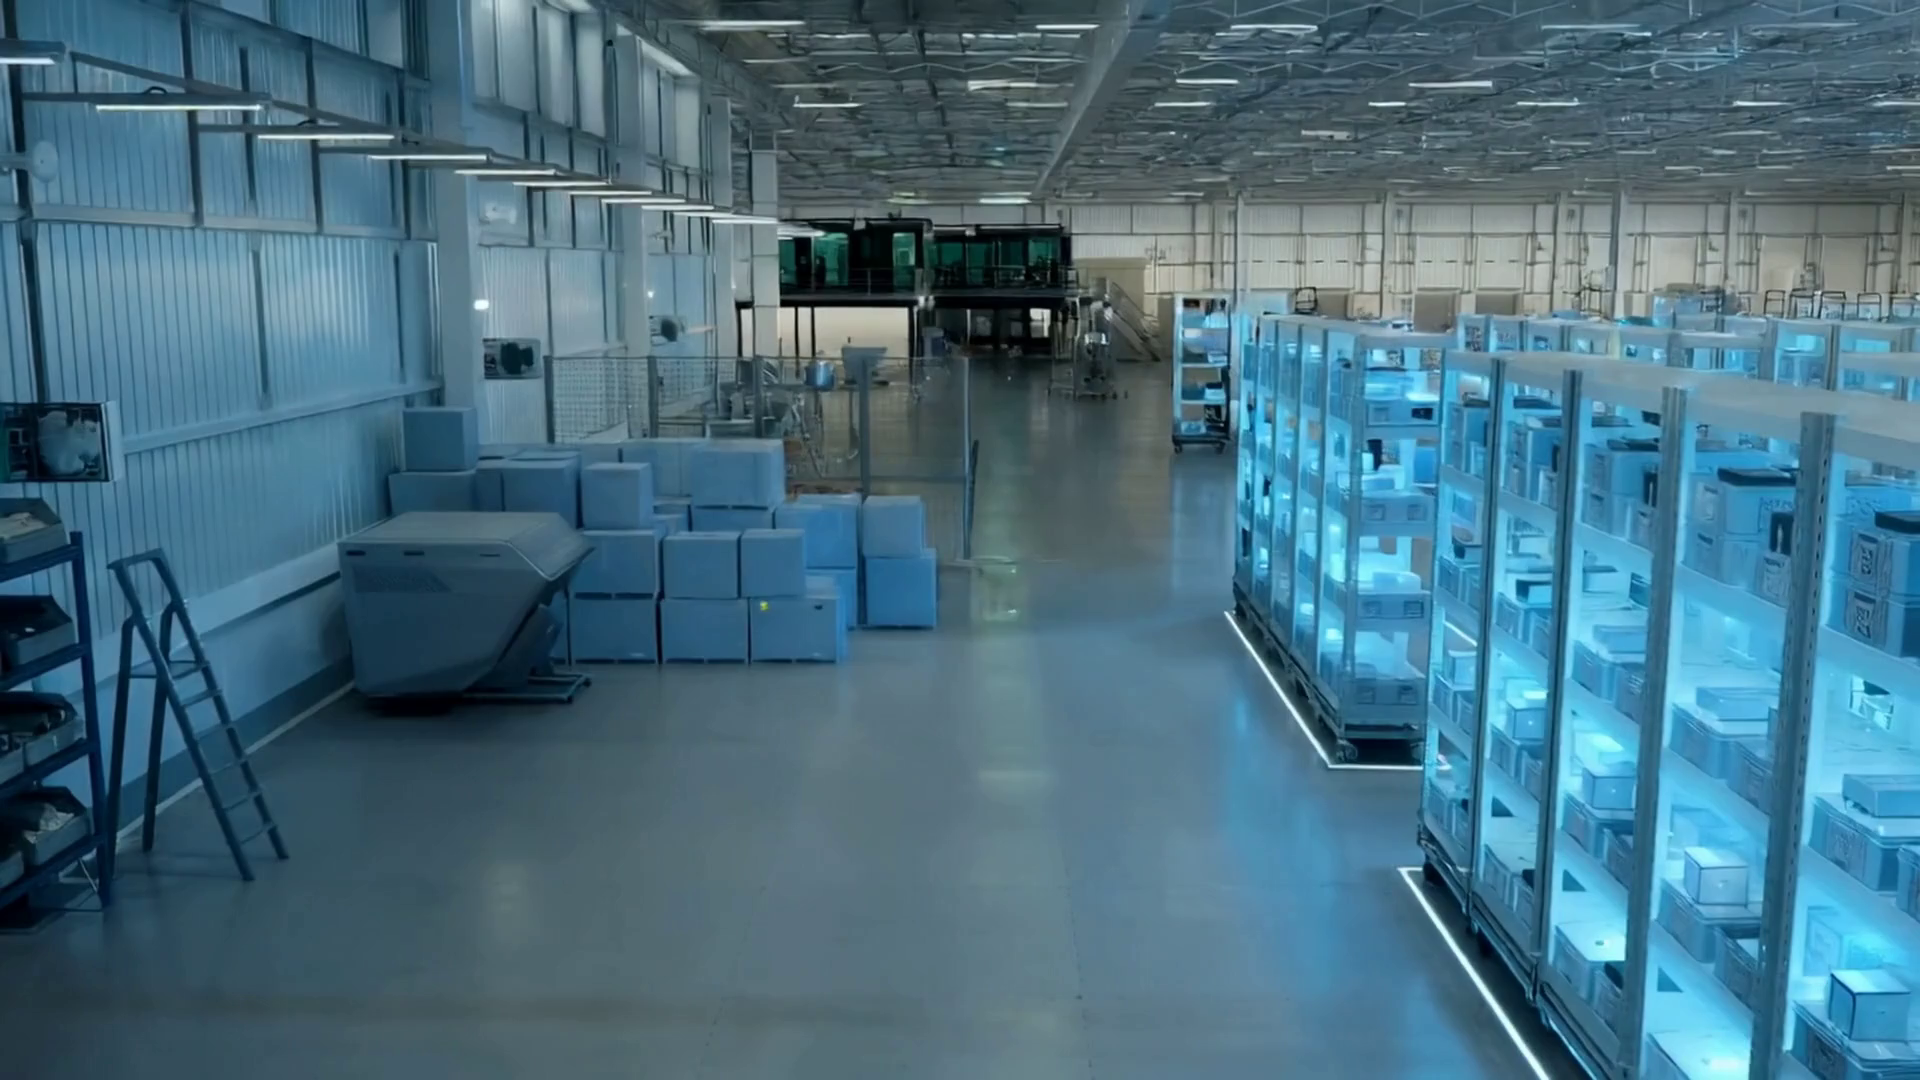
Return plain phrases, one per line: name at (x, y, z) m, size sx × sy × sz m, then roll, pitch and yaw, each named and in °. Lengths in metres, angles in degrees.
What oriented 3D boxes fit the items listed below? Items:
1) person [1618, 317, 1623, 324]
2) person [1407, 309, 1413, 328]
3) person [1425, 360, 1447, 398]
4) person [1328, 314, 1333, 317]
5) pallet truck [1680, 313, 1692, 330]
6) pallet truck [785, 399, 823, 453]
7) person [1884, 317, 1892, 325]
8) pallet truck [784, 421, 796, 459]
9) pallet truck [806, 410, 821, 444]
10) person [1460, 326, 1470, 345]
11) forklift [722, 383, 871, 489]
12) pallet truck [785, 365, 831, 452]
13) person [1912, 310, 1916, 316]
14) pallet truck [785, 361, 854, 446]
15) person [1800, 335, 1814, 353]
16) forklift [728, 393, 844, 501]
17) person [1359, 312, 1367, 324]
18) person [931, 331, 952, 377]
person at (32.471, -10.011, 81.573) m, size 0.899 × 1.835 × 0.505 m, roll 8°, pitch 12°, yaw 42°
person at (25.588, -12.172, 94.616) m, size 0.396 × 1.919 × 0.588 m, roll 5°, pitch 10°, yaw 29°
person at (10.988, -3.163, 38.635) m, size 0.610 × 2.048 × 0.366 m, roll 0°, pitch 9°, yaw 0°
person at (19.493, -11.018, 87.714) m, size 0.429 × 1.845 × 0.633 m, roll 3°, pitch 10°, yaw 21°
pallet truck at (36.315, -10.531, 84.244) m, size 0.823 × 1.965 × 1.885 m, roll -6°, pitch 11°, yaw -33°
pallet truck at (-3.814, -2.432, 36.419) m, size 1.630 × 1.274 × 0.653 m, roll 0°, pitch 9°, yaw 1°
person at (44.882, -9.850, 80.410) m, size 0.616 × 1.869 × 1.001 m, roll -7°, pitch 12°, yaw -38°
pallet truck at (-4.013, -1.793, 32.705) m, size 1.601 × 1.201 × 0.680 m, roll 0°, pitch 9°, yaw 1°
pallet truck at (-3.559, -2.018, 33.905) m, size 1.522 × 1.261 × 0.704 m, roll 0°, pitch 9°, yaw -1°
person at (24.606, -9.983, 81.217) m, size 0.573 × 1.883 × 0.359 m, roll 7°, pitch 11°, yaw 36°
forklift at (-2.893, -1.687, 28.729) m, size 2.680 × 1.987 × 1.157 m, roll 0°, pitch 9°, yaw -1°
pallet truck at (-3.774, -2.976, 37.635) m, size 1.885 × 1.965 × 0.823 m, roll 1°, pitch 9°, yaw 5°
person at (52.724, -11.740, 92.009) m, size 0.574 × 1.907 × 0.708 m, roll 8°, pitch 12°, yaw 39°
pallet truck at (-3.410, -3.193, 38.978) m, size 1.885 × 1.965 × 0.823 m, roll 0°, pitch 9°, yaw -1°
person at (33.317, -7.427, 65.274) m, size 0.885 × 1.932 × 0.632 m, roll -4°, pitch 10°, yaw -24°
forklift at (-2.979, -1.316, 26.476) m, size 2.680 × 1.987 × 1.157 m, roll 0°, pitch 9°, yaw 1°
person at (22.374, -11.744, 92.321) m, size 0.436 × 1.812 × 0.657 m, roll 0°, pitch 9°, yaw -2°
person at (-0.712, -7.159, 64.078) m, size 0.964 × 1.788 × 0.527 m, roll -4°, pitch 10°, yaw -21°
